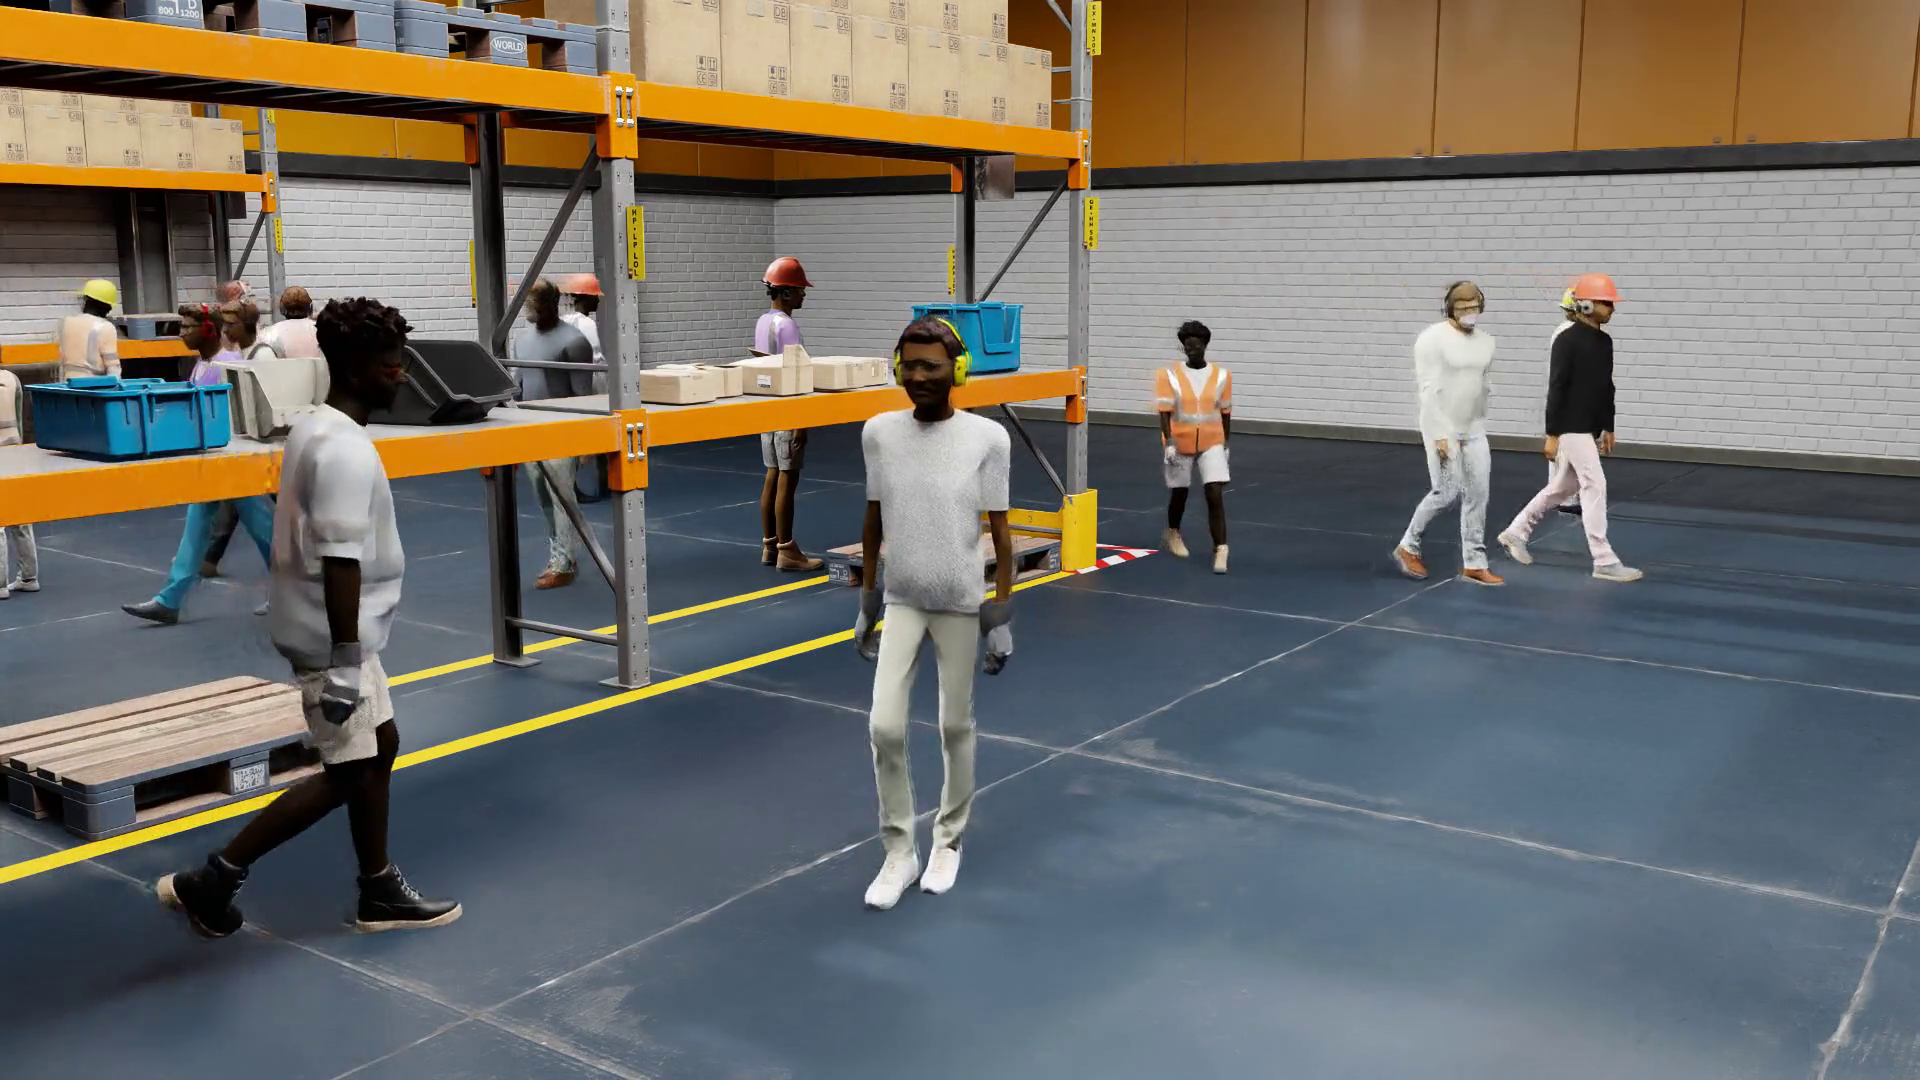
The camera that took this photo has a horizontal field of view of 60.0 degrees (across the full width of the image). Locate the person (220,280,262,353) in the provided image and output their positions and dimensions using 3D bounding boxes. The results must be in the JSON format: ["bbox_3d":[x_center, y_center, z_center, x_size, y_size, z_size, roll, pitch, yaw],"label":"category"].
[{"bbox_3d":[-6.128,-1.269,14.147,0.631,1.869,0.995,8,12,40],"label":"person"}]

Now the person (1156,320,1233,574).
[{"bbox_3d":[1.542,-0.640,11.035,0.526,1.646,0.828,0,10,0],"label":"person"}]

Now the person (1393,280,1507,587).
[{"bbox_3d":[3.054,-0.657,10.375,0.651,1.911,0.586,-6,11,-31],"label":"person"}]

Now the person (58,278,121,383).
[{"bbox_3d":[-7.174,-1.191,13.608,0.665,1.884,0.622,3,10,19],"label":"person"}]

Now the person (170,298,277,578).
[{"bbox_3d":[-4.537,-0.645,10.651,0.976,1.781,0.538,-9,13,-44],"label":"person"}]

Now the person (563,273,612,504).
[{"bbox_3d":[-3.010,-1.251,13.857,0.767,1.911,0.557,-4,10,-24],"label":"person"}]

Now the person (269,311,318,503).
[{"bbox_3d":[-5.301,-1.035,13.436,0.524,1.620,0.550,6,11,34],"label":"person"}]

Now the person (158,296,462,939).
[{"bbox_3d":[-1.888,0.268,4.768,0.754,1.931,0.659,-5,11,-27],"label":"person"}]

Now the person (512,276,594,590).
[{"bbox_3d":[-2.544,-0.669,10.375,0.638,1.943,0.419,7,12,34],"label":"person"}]

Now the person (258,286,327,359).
[{"bbox_3d":[-4.788,-0.923,12.130,0.621,1.845,0.429,-6,11,-32],"label":"person"}]

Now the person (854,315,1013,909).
[{"bbox_3d":[-0.111,0.237,5.177,0.554,1.852,0.641,2,10,14],"label":"person"}]

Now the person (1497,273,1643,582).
[{"bbox_3d":[3.965,-0.746,10.758,0.624,1.960,0.995,-9,13,-43],"label":"person"}]

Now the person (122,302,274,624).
[{"bbox_3d":[-4.169,-0.424,9.285,0.983,1.789,0.590,-9,13,-42],"label":"person"}]

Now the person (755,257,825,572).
[{"bbox_3d":[-1.130,-0.813,10.873,0.379,2.044,0.607,-5,11,-25],"label":"person"}]

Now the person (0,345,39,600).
[{"bbox_3d":[-5.795,-0.455,9.973,0.314,1.629,0.509,1,10,7],"label":"person"}]

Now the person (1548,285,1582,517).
[{"bbox_3d":[4.892,-1.106,13.231,0.403,1.837,0.586,1,10,3],"label":"person"}]
